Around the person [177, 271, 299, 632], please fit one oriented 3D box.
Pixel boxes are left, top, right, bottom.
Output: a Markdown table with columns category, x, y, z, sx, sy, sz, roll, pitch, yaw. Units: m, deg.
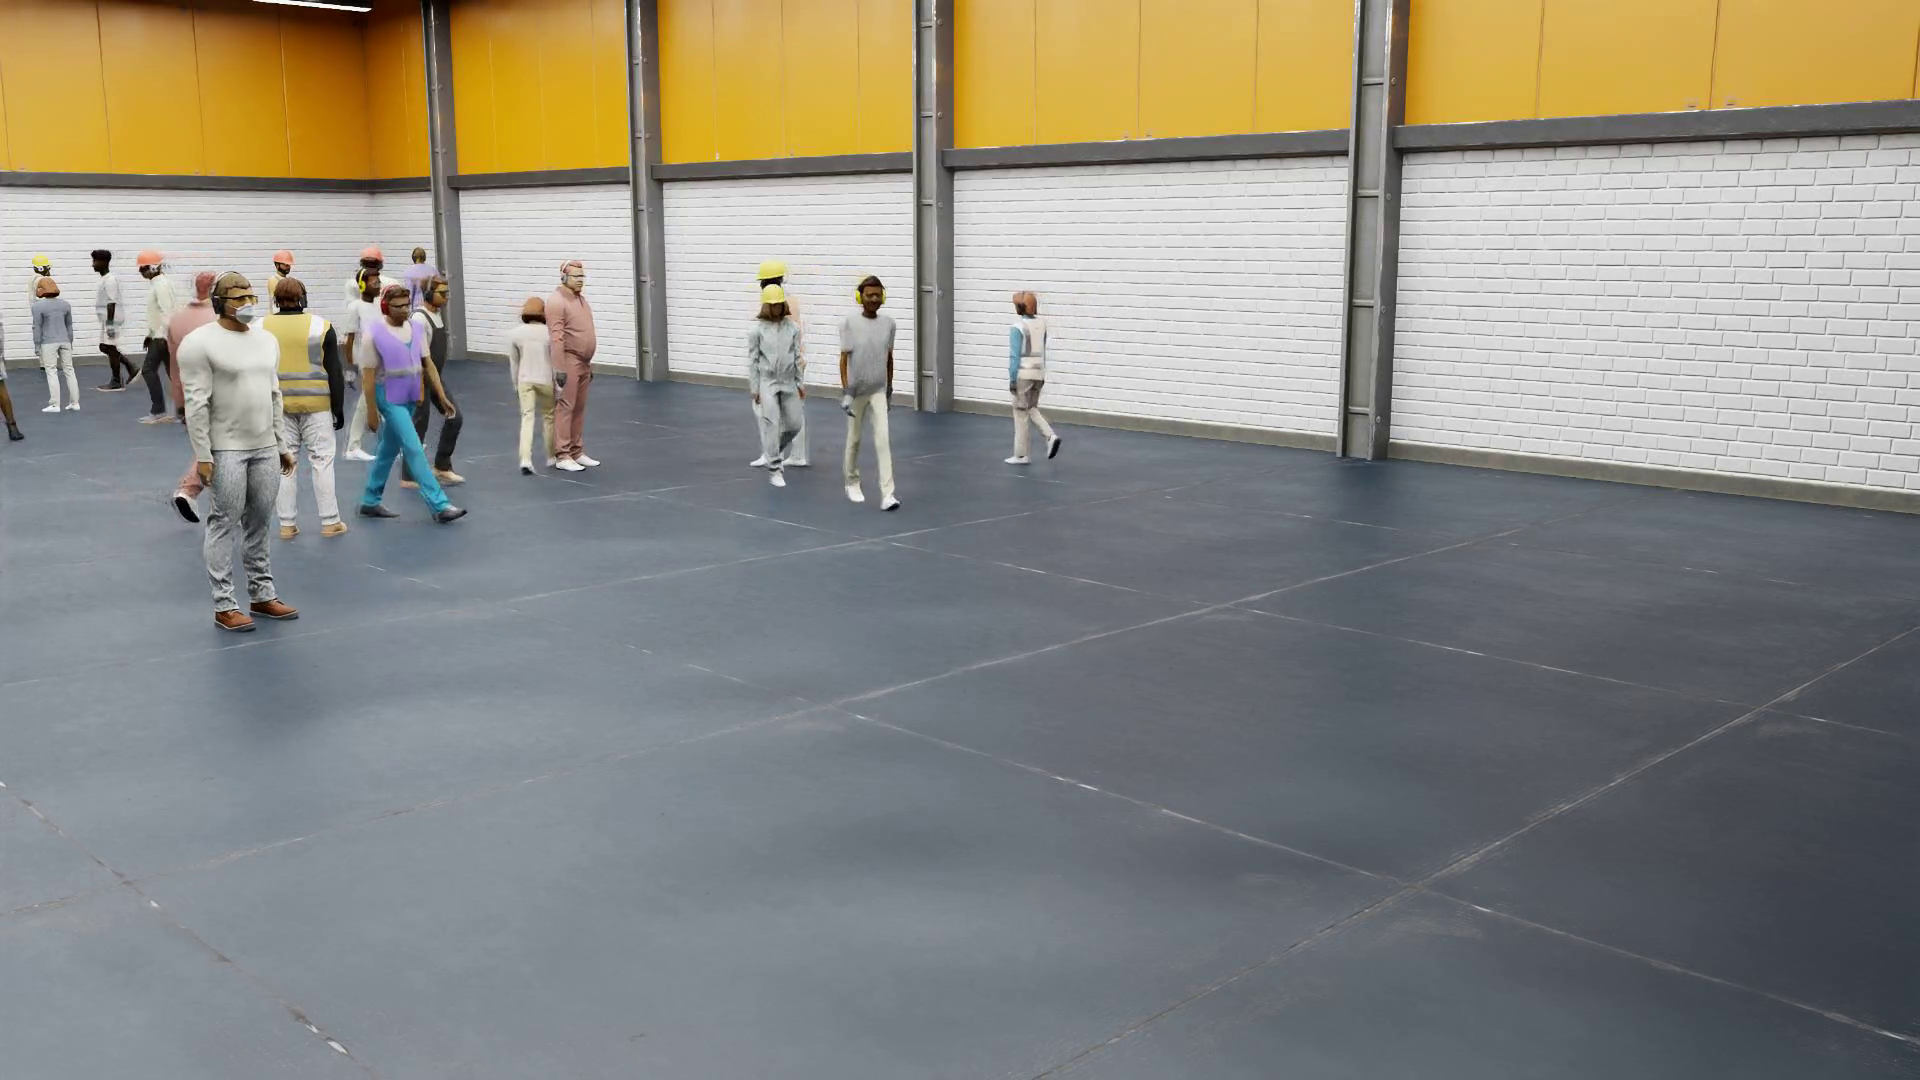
| category | x | y | z | sx | sy | sz | roll | pitch | yaw |
| --- | --- | --- | --- | --- | --- | --- | --- | --- | --- |
| person | -3.914 | -0.485 | 9.068 | 0.370 | 1.941 | 0.627 | 5 | 11 | 25 |

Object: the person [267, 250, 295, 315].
| category | x | y | z | sx | sy | sz | roll | pitch | yaw |
| --- | --- | --- | --- | --- | --- | --- | --- | --- | --- |
| person | -9.024 | -2.899 | 22.250 | 0.376 | 1.932 | 0.543 | -1 | 10 | -4 |

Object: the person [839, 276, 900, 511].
| category | x | y | z | sx | sy | sz | roll | pitch | yaw |
| --- | --- | --- | --- | --- | --- | --- | --- | --- | --- |
| person | -0.717 | -1.150 | 13.045 | 0.504 | 1.818 | 0.998 | -4 | 11 | -19 |

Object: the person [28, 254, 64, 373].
| category | x | y | z | sx | sy | sz | roll | pitch | yaw |
| --- | --- | --- | --- | --- | --- | --- | --- | --- | --- |
| person | -14.191 | -3.503 | 25.812 | 0.404 | 1.831 | 0.600 | -9 | 13 | -39 |

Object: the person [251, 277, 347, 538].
| category | x | y | z | sx | sy | sz | roll | pitch | yaw |
| --- | --- | --- | --- | --- | --- | --- | --- | --- | --- |
| person | -4.658 | -0.927 | 11.742 | 0.627 | 1.844 | 0.429 | -2 | 11 | -9 |

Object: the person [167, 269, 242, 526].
| category | x | y | z | sx | sy | sz | roll | pitch | yaw |
| --- | --- | --- | --- | --- | --- | --- | --- | --- | --- |
| person | -5.419 | -1.012 | 12.083 | 0.639 | 1.887 | 0.467 | 5 | 11 | 25 |

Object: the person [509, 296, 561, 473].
| category | x | y | z | sx | sy | sz | roll | pitch | yaw |
| --- | --- | --- | --- | --- | --- | --- | --- | --- | --- |
| person | -3.832 | -1.409 | 15.068 | 0.502 | 1.586 | 0.861 | 0 | 10 | -3 |

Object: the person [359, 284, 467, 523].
| category | x | y | z | sx | sy | sz | roll | pitch | yaw |
| --- | --- | --- | --- | --- | --- | --- | --- | --- | --- |
| person | -4.136 | -1.001 | 12.328 | 1.017 | 1.770 | 0.580 | 3 | 11 | 17 |

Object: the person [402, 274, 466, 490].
| category | x | y | z | sx | sy | sz | roll | pitch | yaw |
| --- | --- | --- | --- | --- | --- | --- | --- | --- | --- |
| person | -4.451 | -1.313 | 13.951 | 0.591 | 1.810 | 0.528 | 0 | 10 | 2 |

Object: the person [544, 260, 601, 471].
| category | x | y | z | sx | sy | sz | roll | pitch | yaw |
| --- | --- | --- | --- | --- | --- | --- | --- | --- | --- |
| person | -3.514 | -1.589 | 15.185 | 0.399 | 1.904 | 0.644 | 2 | 11 | 12 |

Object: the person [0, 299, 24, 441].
| category | x | y | z | sx | sy | sz | roll | pitch | yaw |
| --- | --- | --- | --- | --- | --- | --- | --- | --- | --- |
| person | -10.177 | -1.969 | 17.217 | 0.607 | 1.929 | 0.426 | -6 | 12 | -31 |

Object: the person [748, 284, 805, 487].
| category | x | y | z | sx | sy | sz | roll | pitch | yaw |
| --- | --- | --- | --- | --- | --- | --- | --- | --- | --- |
| person | -1.589 | -1.333 | 14.274 | 0.495 | 1.723 | 0.474 | -6 | 12 | -31 |

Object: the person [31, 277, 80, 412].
| category | x | y | z | sx | sy | sz | roll | pitch | yaw |
| --- | --- | --- | --- | --- | --- | --- | --- | --- | --- |
| person | -10.991 | -2.365 | 20.185 | 0.288 | 1.626 | 0.497 | 5 | 12 | 27 |

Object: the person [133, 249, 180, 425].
| category | x | y | z | sx | sy | sz | roll | pitch | yaw |
| --- | --- | --- | --- | --- | --- | --- | --- | --- | --- |
| person | -9.107 | -2.289 | 18.822 | 0.709 | 1.962 | 0.607 | -4 | 11 | -19 |

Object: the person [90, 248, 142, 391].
| category | x | y | z | sx | sy | sz | roll | pitch | yaw |
| --- | --- | --- | --- | --- | --- | --- | --- | --- | --- |
| person | -11.614 | -3.016 | 22.815 | 0.497 | 1.953 | 0.633 | -6 | 12 | -28 |

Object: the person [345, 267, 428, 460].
| category | x | y | z | sx | sy | sz | roll | pitch | yaw |
| --- | --- | --- | --- | --- | --- | --- | --- | --- | --- |
| person | -5.447 | -1.633 | 15.645 | 0.941 | 1.818 | 0.555 | 2 | 11 | 12 |

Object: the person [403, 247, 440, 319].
| category | x | y | z | sx | sy | sz | roll | pitch | yaw |
| --- | --- | --- | --- | --- | --- | --- | --- | --- | --- |
| person | -8.657 | -3.731 | 26.772 | 0.372 | 1.940 | 0.630 | 8 | 13 | 38 |

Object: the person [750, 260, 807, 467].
| category | x | y | z | sx | sy | sz | roll | pitch | yaw |
| --- | --- | --- | --- | --- | --- | --- | --- | --- | --- |
| person | -1.690 | -1.604 | 15.274 | 0.628 | 1.904 | 0.612 | 5 | 11 | 24 |

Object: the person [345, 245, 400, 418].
| category | x | y | z | sx | sy | sz | roll | pitch | yaw |
| --- | --- | --- | --- | --- | --- | --- | --- | --- | --- |
| person | -6.743 | -2.380 | 19.186 | 0.610 | 2.027 | 0.693 | -3 | 11 | -15 |

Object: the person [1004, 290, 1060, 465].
| category | x | y | z | sx | sy | sz | roll | pitch | yaw |
| --- | --- | --- | --- | --- | --- | --- | --- | --- | --- |
| person | 0.655 | -1.497 | 15.416 | 0.455 | 1.623 | 0.534 | 8 | 13 | 37 |
